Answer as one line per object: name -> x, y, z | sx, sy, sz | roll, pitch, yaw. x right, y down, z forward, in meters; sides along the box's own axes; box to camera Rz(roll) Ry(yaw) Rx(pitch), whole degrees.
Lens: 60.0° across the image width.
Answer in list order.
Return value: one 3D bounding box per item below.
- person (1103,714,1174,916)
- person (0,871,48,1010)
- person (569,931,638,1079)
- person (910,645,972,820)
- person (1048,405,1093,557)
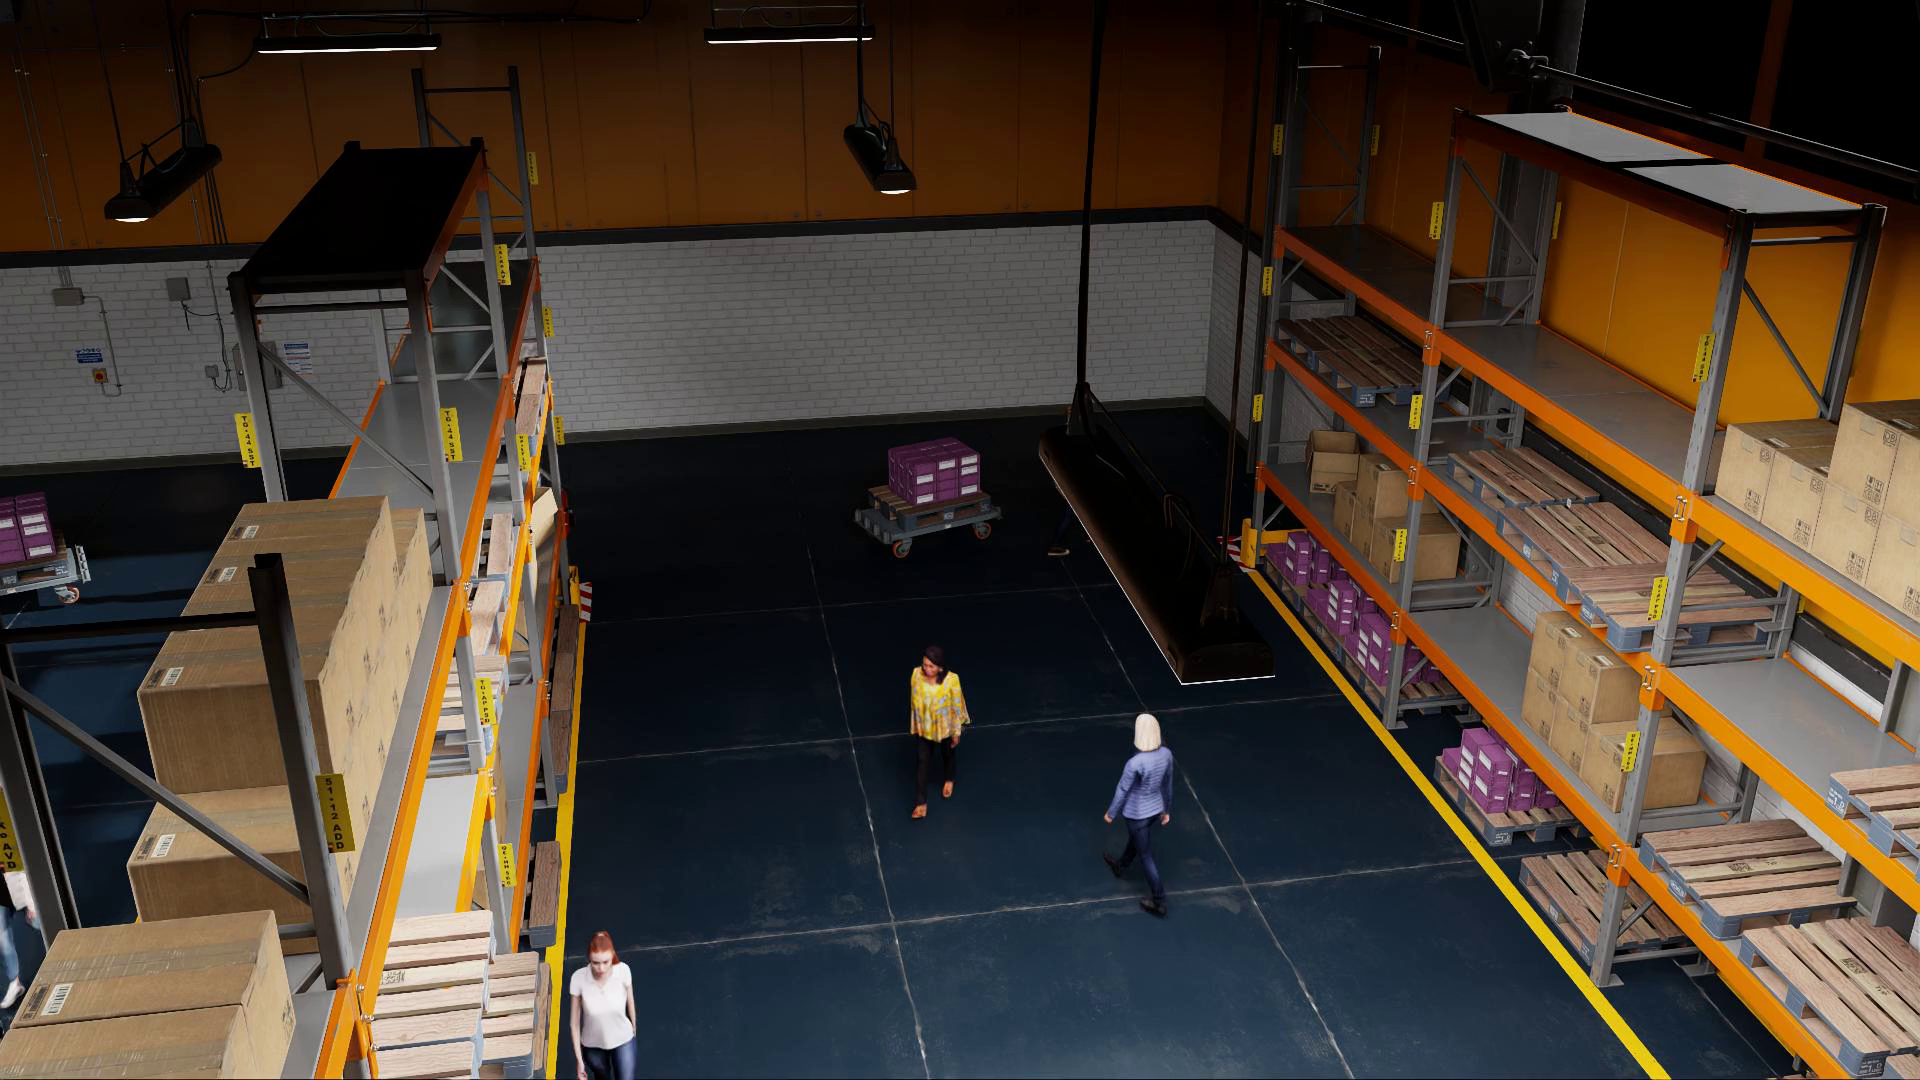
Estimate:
person -> 1.534, 2.249, 13.430 | 1.004, 1.694, 1.198 | -18, 30, -36
person -> -7.155, 2.649, 12.622 | 0.675, 1.609, 1.058 | -2, 24, -5
person -> -2.350, 3.289, 11.052 | 0.603, 1.693, 1.103 | -5, 24, -11
person -> -0.169, 1.654, 14.892 | 0.968, 1.613, 1.140 | 7, 24, 15
person -> 1.300, -0.676, 19.937 | 1.026, 1.842, 1.211 | -13, 27, -26
